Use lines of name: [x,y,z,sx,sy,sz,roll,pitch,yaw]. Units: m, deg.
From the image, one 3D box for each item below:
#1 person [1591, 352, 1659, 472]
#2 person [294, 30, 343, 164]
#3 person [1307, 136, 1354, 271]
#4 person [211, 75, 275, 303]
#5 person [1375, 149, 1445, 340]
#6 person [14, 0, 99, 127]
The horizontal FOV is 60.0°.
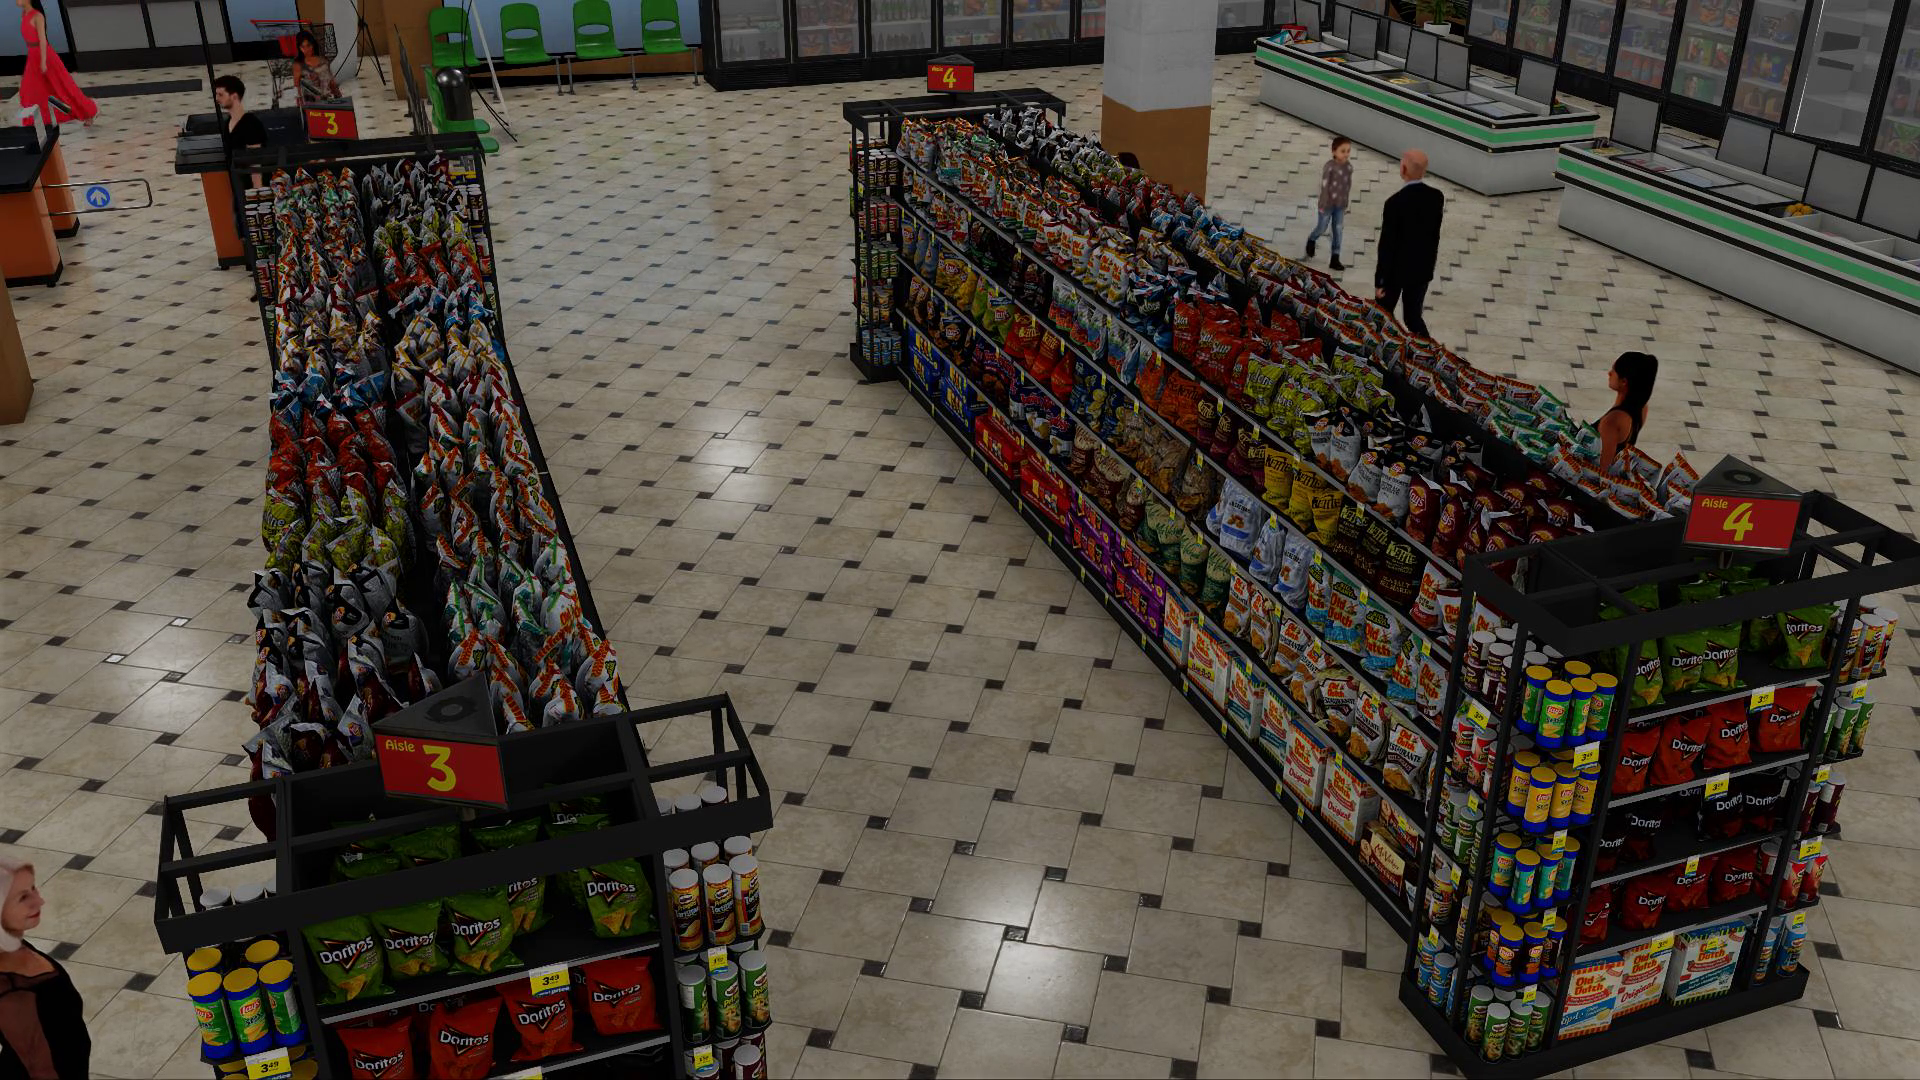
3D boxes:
person: [3.469,-0.241,8.894,0.663,1.659,0.657,22,34,36]
person: [-6.703,-4.452,17.228,0.898,1.632,0.838,10,29,19]
person: [3.325,-3.039,14.940,0.533,1.181,0.821,-7,28,-13]
person: [-5.854,-2.960,14.008,0.884,1.883,0.838,-23,35,-37]
person: [3.271,-1.914,12.058,0.735,1.782,1.093,-8,28,-15]
person: [-10.528,-5.529,19.293,1.078,1.684,1.065,15,31,27]
